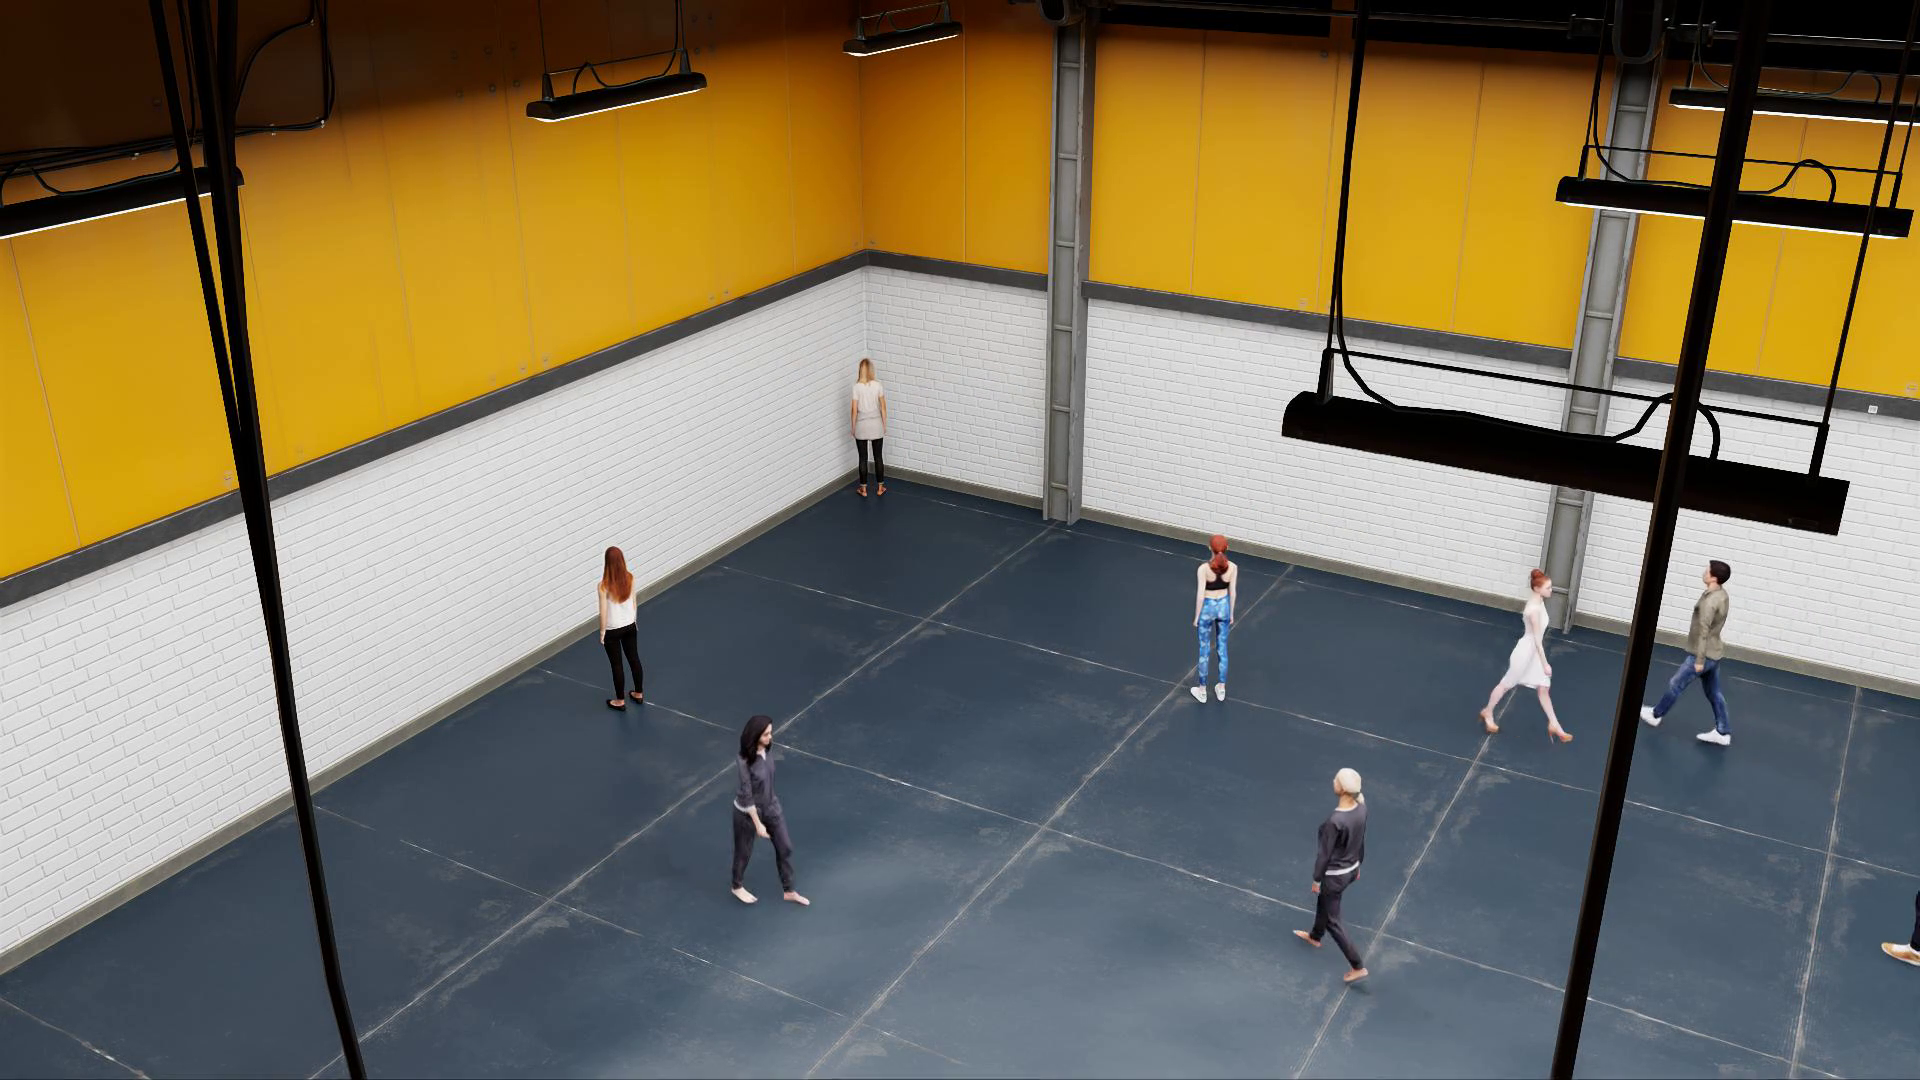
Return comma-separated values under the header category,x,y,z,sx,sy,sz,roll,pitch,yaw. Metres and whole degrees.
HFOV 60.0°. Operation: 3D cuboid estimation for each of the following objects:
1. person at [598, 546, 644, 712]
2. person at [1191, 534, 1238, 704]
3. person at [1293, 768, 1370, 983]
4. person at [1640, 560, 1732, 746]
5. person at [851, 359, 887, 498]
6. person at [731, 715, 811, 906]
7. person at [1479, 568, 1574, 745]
category,x,y,z,sx,sy,sz,roll,pitch,yaw
person,-3.310,0.853,16.220,0.626,1.722,0.594,-21,31,-39
person,2.499,0.760,16.353,0.686,1.785,0.751,-4,24,-9
person,2.883,2.508,12.462,0.849,1.699,1.117,-20,31,-38
person,7.041,1.097,15.543,1.224,1.817,0.859,19,30,37
person,-1.169,-1.438,21.334,0.671,1.824,0.752,-4,24,-9
person,-1.712,2.148,13.245,0.906,1.732,0.608,14,27,30
person,5.218,1.104,15.613,1.086,1.747,0.590,14,27,29
